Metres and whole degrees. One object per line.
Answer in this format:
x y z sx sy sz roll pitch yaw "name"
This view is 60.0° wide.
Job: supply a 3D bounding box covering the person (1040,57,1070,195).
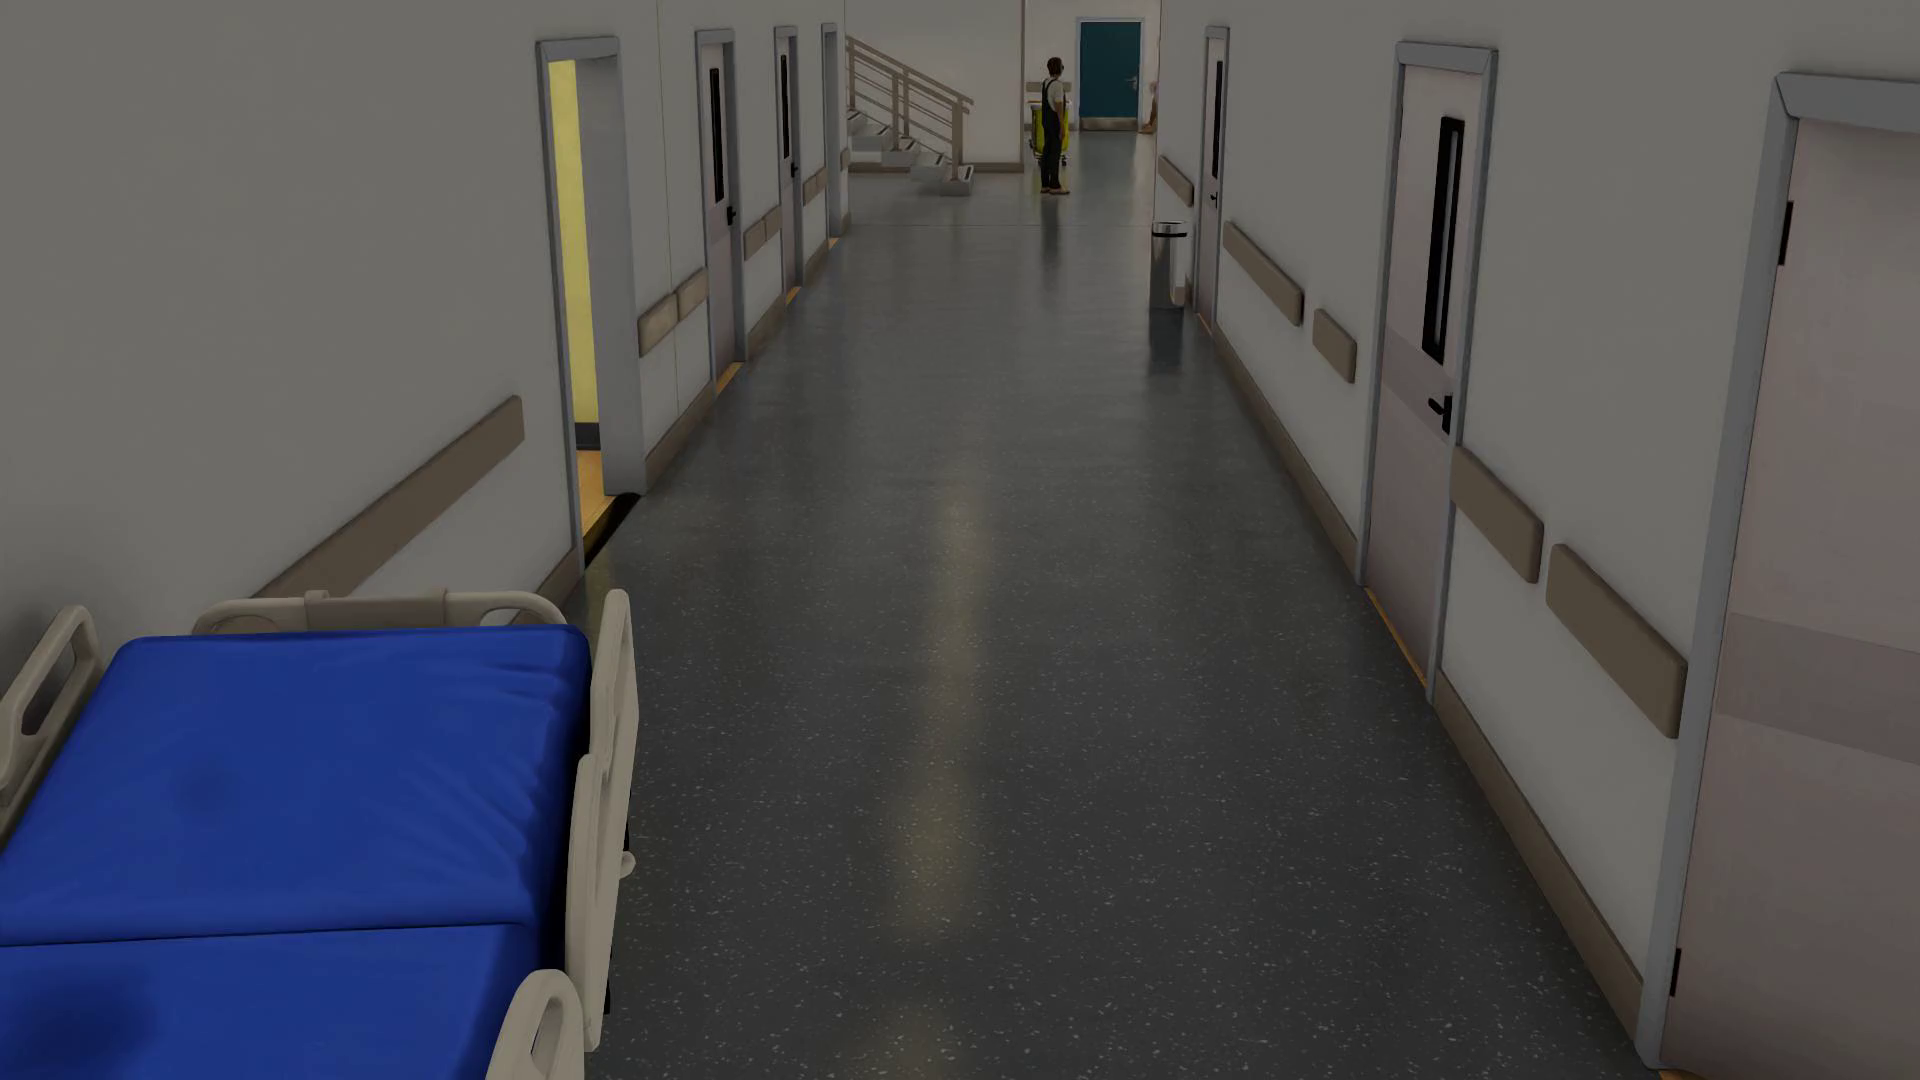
1.302 -5.698 22.914 0.339 1.846 0.514 -8 19 -25 "person"
